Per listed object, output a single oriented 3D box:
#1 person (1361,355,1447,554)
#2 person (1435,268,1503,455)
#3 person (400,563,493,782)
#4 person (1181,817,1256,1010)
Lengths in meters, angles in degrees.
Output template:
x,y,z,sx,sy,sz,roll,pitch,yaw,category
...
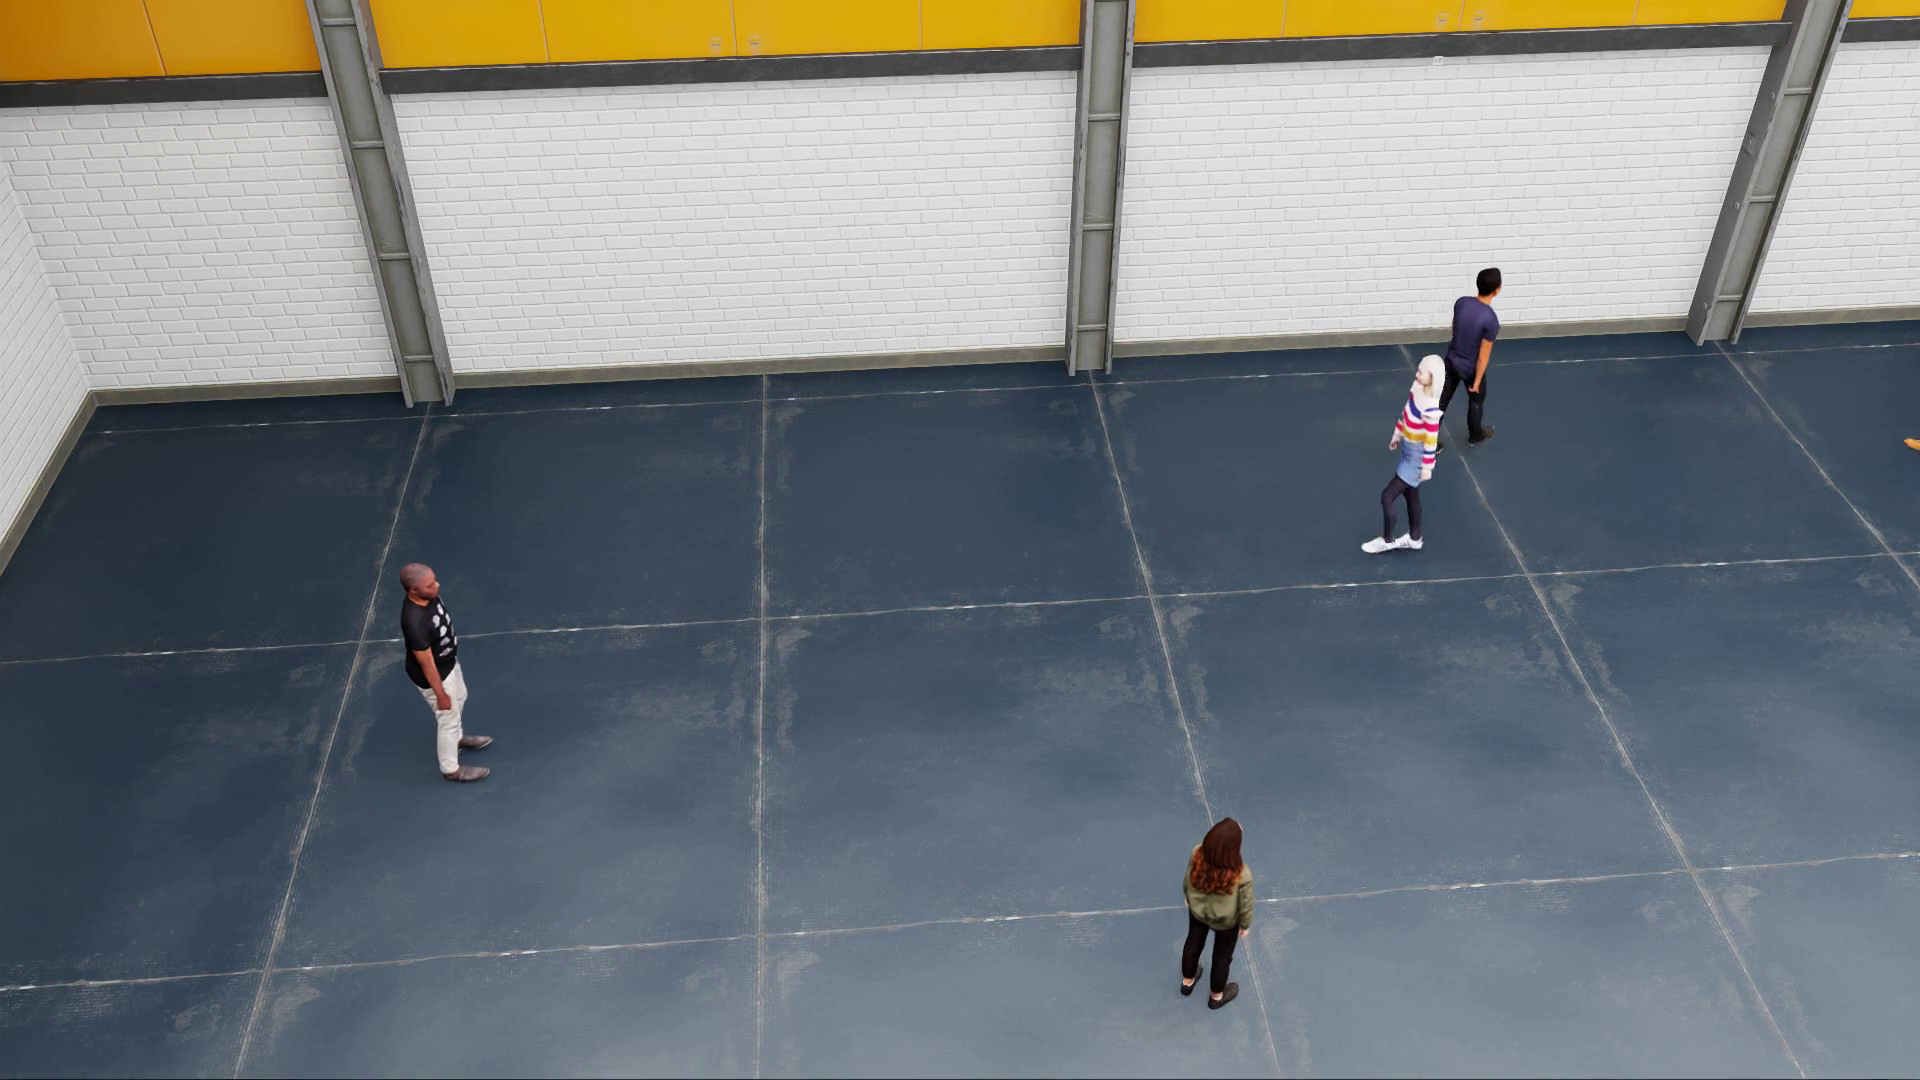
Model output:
x,y,z,sx,sy,sz,roll,pitch,yaw,category
3.583,-0.640,12.803,0.759,1.793,0.703,2,39,2,person
4.112,-1.412,13.798,1.090,1.756,0.954,-26,46,-29,person
-3.447,0.855,10.927,0.588,1.797,0.662,-6,39,-7,person
1.470,2.139,9.579,0.633,1.475,0.706,24,45,27,person
